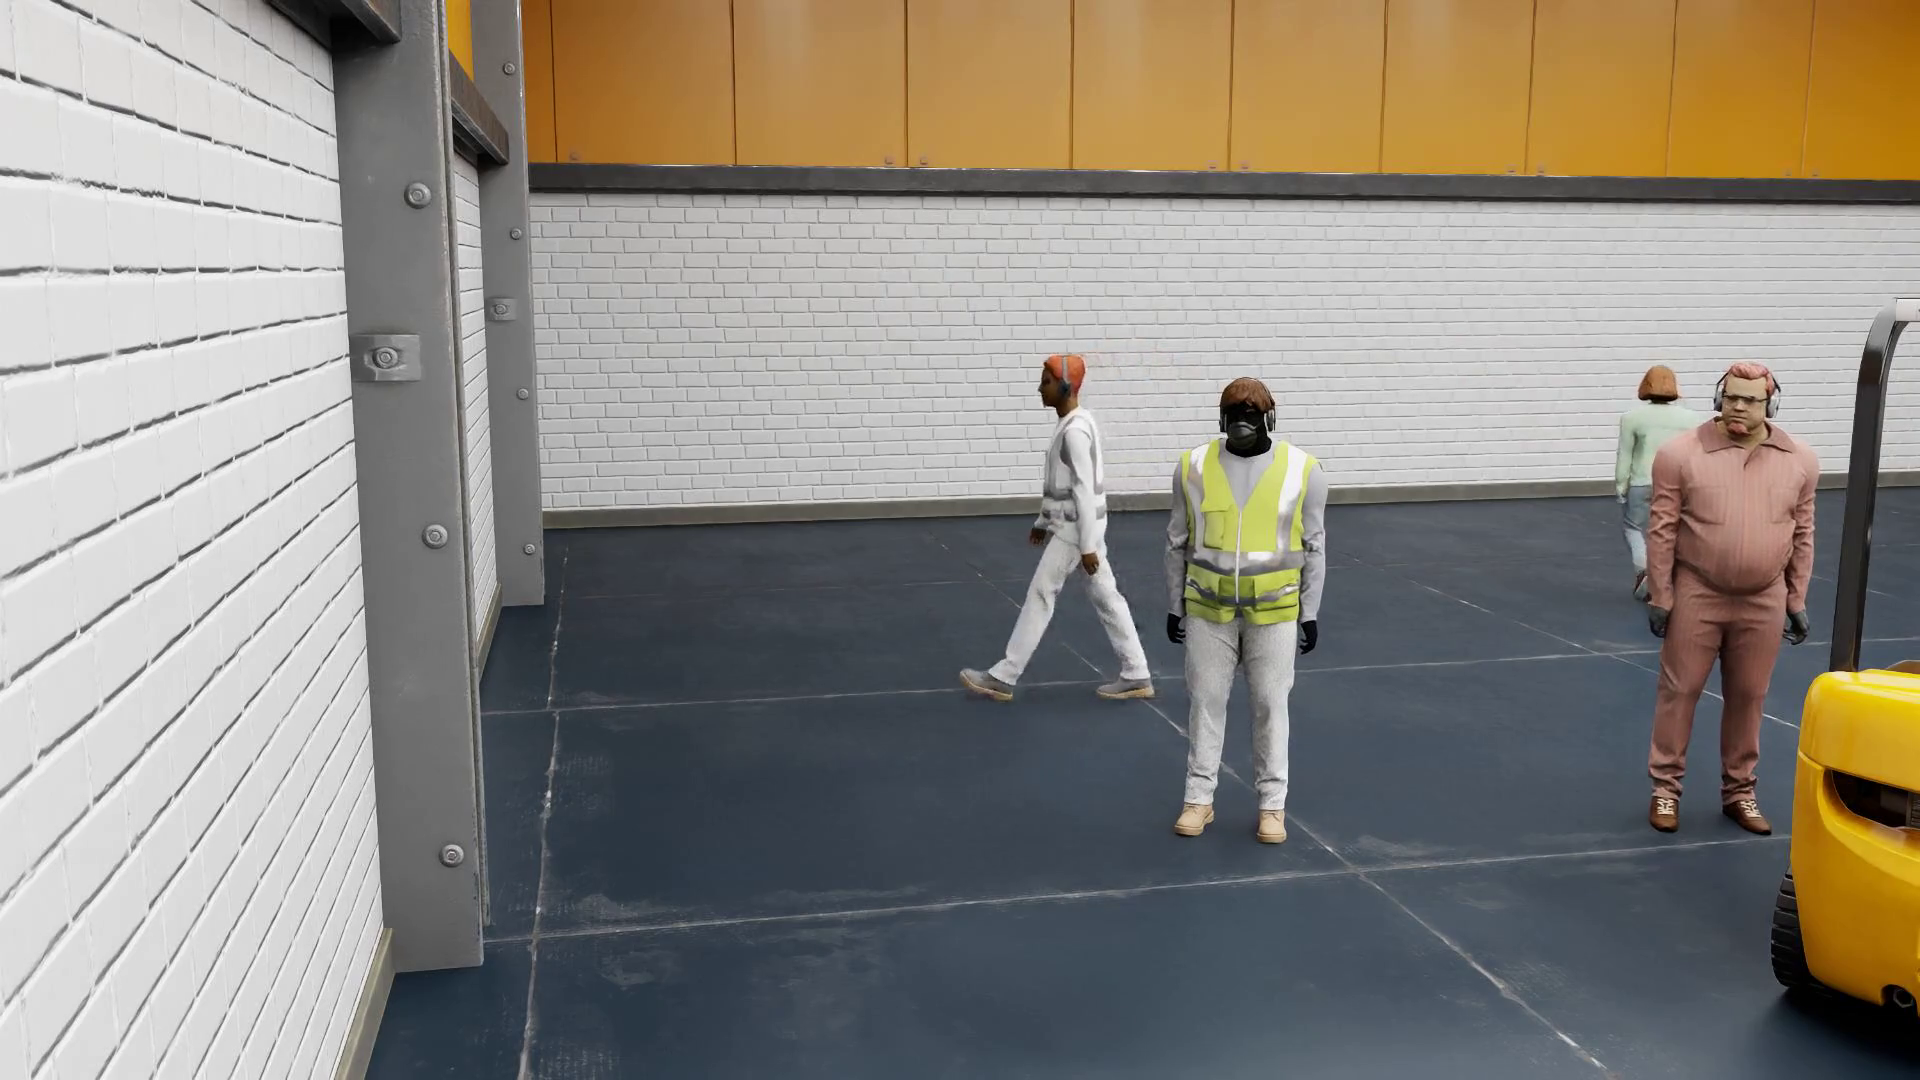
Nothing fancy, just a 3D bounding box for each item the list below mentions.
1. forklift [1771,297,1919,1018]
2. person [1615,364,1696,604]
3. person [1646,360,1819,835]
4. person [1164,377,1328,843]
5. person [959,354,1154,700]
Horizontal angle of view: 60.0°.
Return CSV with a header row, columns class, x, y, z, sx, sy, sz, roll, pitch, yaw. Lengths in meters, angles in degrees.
class,x,y,z,sx,sy,sz,roll,pitch,yaw
forklift,3.542,0.334,5.177,2.313,2.155,1.214,-9,13,-43
person,4.638,-0.353,11.092,0.499,1.624,0.442,2,9,9
person,3.082,0.236,6.659,0.643,1.905,0.400,1,9,8
person,1.115,0.278,6.590,0.633,1.841,0.429,3,10,16
person,0.552,-0.050,8.663,1.031,1.825,0.590,1,9,8
